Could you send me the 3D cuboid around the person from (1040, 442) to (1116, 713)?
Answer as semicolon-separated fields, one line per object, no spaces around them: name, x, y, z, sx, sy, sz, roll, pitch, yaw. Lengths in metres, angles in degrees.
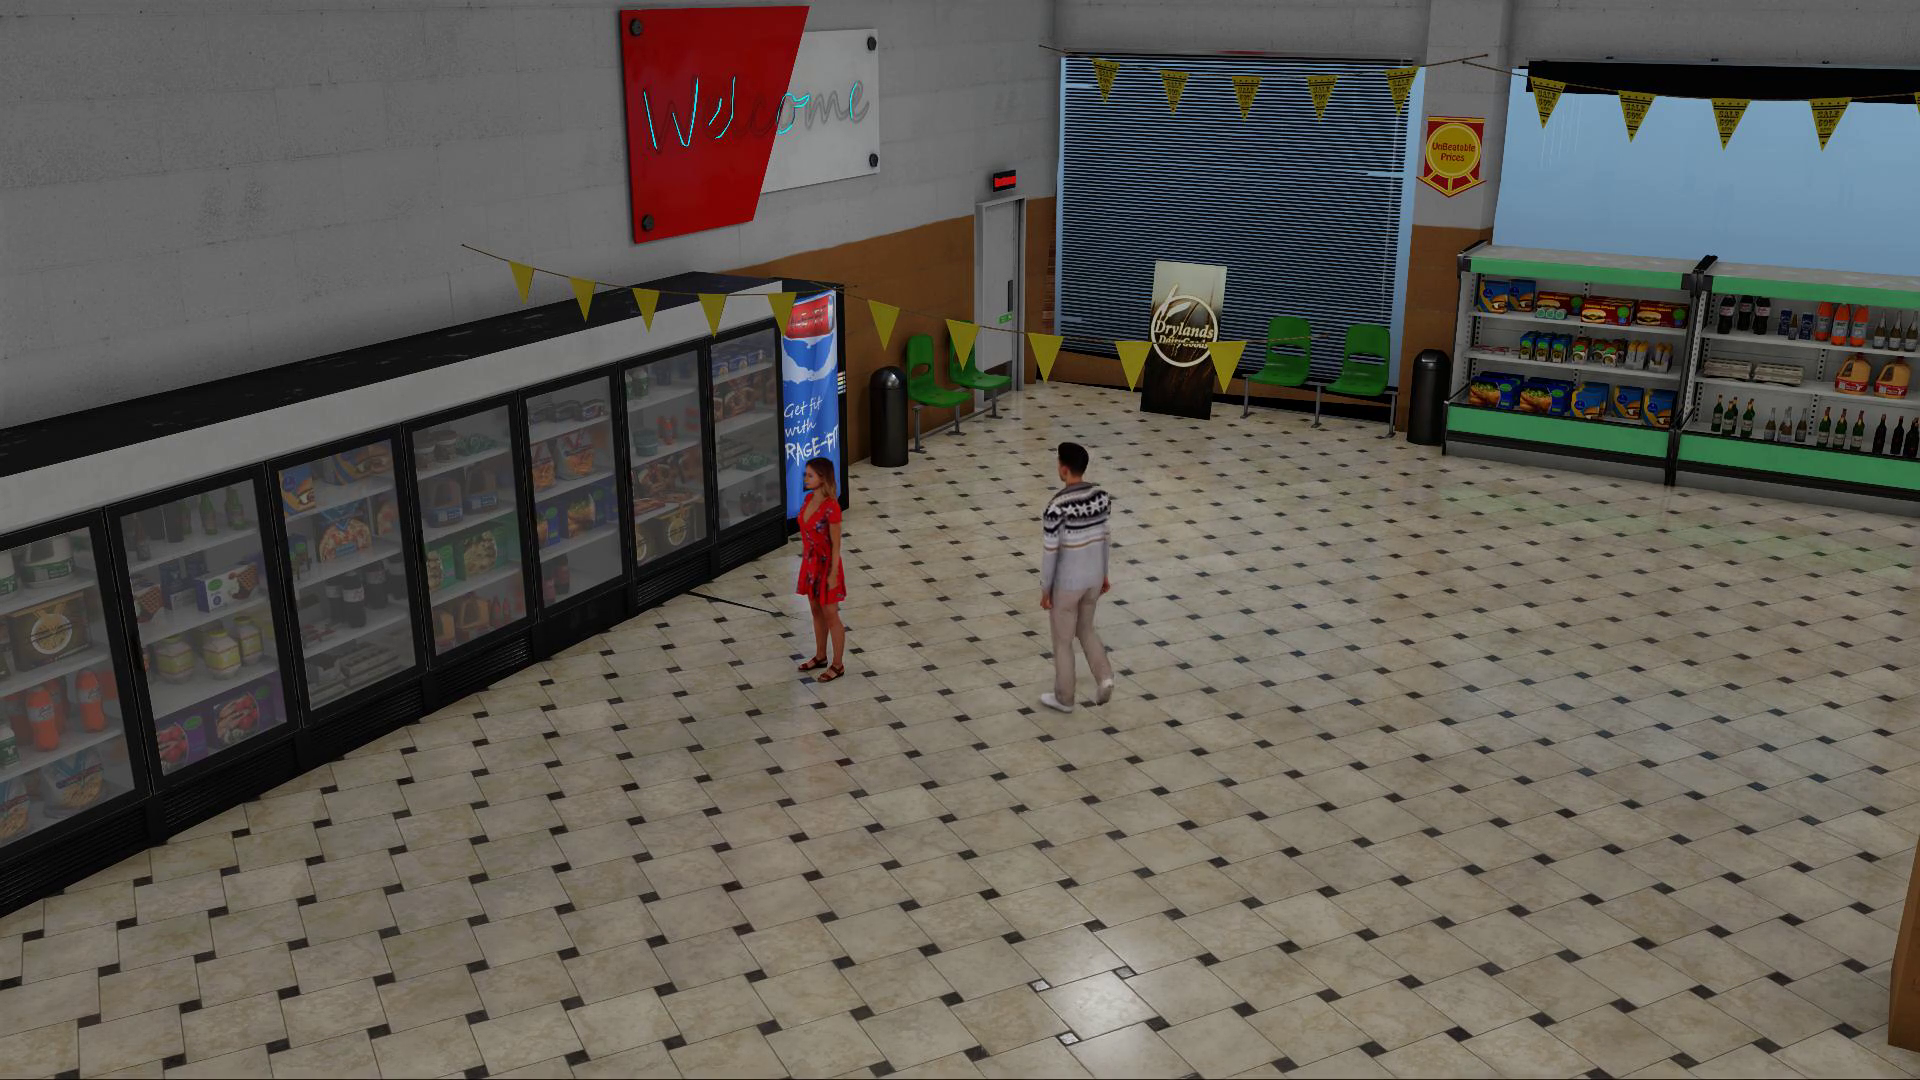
person;0.807;0.288;10.835;0.867;1.845;0.932;-13;22;-33

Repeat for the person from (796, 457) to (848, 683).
person;-0.942;0.191;11.517;0.711;1.592;0.608;-12;22;-32
